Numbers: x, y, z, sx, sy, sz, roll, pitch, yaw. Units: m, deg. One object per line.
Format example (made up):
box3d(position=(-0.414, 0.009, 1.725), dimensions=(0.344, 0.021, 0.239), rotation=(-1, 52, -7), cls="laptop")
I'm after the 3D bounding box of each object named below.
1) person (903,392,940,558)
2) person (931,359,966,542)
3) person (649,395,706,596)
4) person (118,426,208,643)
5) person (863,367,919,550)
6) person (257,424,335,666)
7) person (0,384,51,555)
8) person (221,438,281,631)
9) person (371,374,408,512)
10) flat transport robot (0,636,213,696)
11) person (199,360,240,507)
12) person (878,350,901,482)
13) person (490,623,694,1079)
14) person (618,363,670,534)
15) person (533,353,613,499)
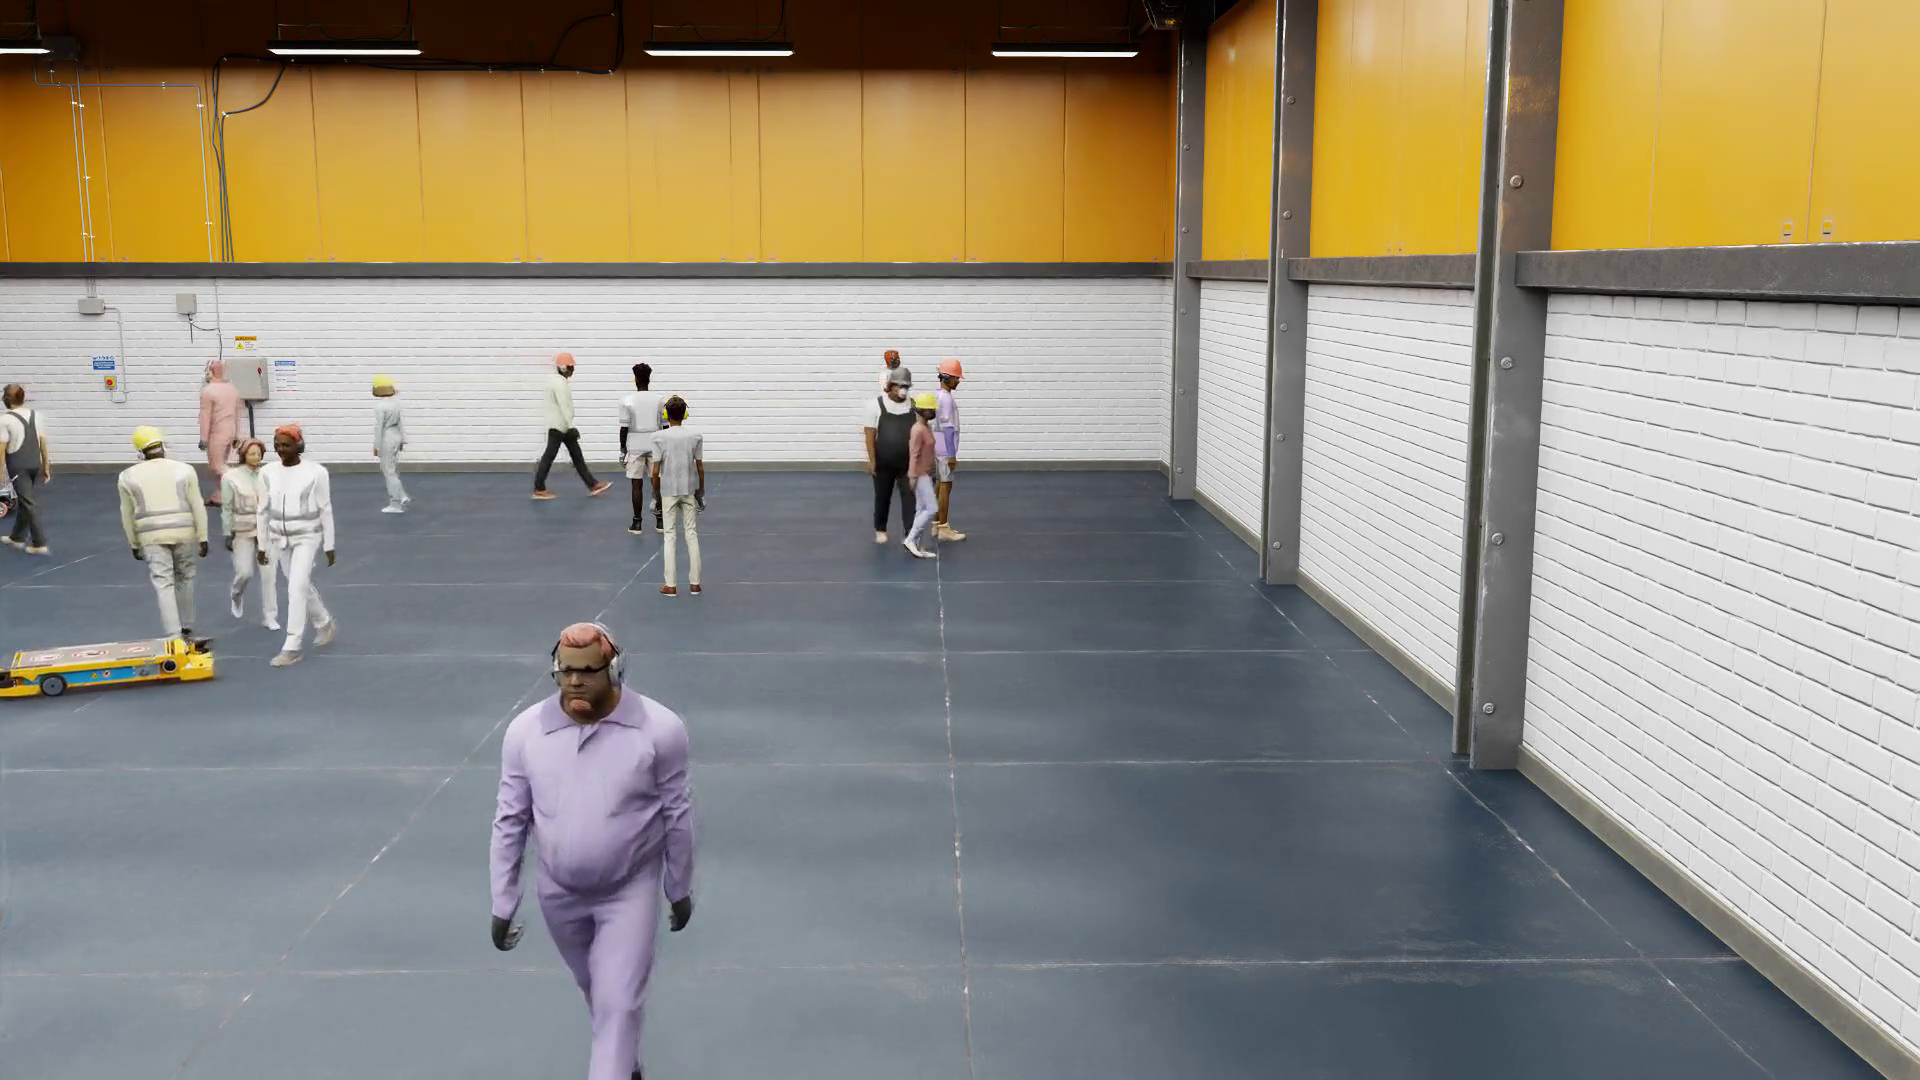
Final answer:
box3d(position=(-0.363, -0.666, 17.401), dimensions=(0.378, 1.755, 0.525), rotation=(2, 9, 10), cls="person")
box3d(position=(-0.135, -1.002, 18.596), dimensions=(0.392, 2.033, 0.605), rotation=(-2, 10, -13), cls="person")
box3d(position=(-2.629, -0.411, 15.467), dimensions=(0.534, 1.869, 0.315), rotation=(-4, 10, -23), cls="person")
box3d(position=(-6.389, -0.027, 13.374), dimensions=(0.616, 1.781, 0.841), rotation=(-5, 10, -27), cls="person")
box3d(position=(-0.708, -0.923, 18.085), dimensions=(0.681, 2.000, 0.966), rotation=(-2, 9, -9), cls="person")
box3d(position=(-5.182, -0.001, 13.049), dimensions=(0.585, 1.849, 0.949), rotation=(2, 9, 10), cls="person")
box3d(position=(-10.075, -0.749, 17.695), dimensions=(0.852, 1.814, 0.540), rotation=(3, 10, 18), cls="person")
box3d(position=(-5.961, -0.057, 14.023), dimensions=(0.527, 1.625, 0.528), rotation=(-8, 13, -42), cls="person")
box3d(position=(-7.133, -1.201, 20.694), dimensions=(0.387, 1.729, 0.497), rotation=(2, 9, 11), cls="person")
box3d(position=(-6.285, 0.918, 12.208), dimensions=(1.431, 0.197, 0.652), rotation=(-4, 10, -25), cls="flat transport robot")
box3d(position=(-9.317, -1.332, 21.059), dimensions=(0.765, 1.887, 0.644), rotation=(1, 9, 8), cls="person")
box3d(position=(-0.973, -1.763, 23.718), dimensions=(0.355, 1.883, 0.574), rotation=(-4, 10, -25), cls="person")
box3d(position=(-1.267, 1.198, 5.650), dimensions=(0.662, 1.848, 1.009), rotation=(1, 9, 5), cls="person")
box3d(position=(-3.617, -1.050, 19.088), dimensions=(0.614, 1.963, 0.361), rotation=(-4, 10, -24), cls="person")
box3d(position=(-5.179, -1.501, 21.968), dimensions=(1.062, 1.924, 0.610), rotation=(-1, 9, -5), cls="person")
